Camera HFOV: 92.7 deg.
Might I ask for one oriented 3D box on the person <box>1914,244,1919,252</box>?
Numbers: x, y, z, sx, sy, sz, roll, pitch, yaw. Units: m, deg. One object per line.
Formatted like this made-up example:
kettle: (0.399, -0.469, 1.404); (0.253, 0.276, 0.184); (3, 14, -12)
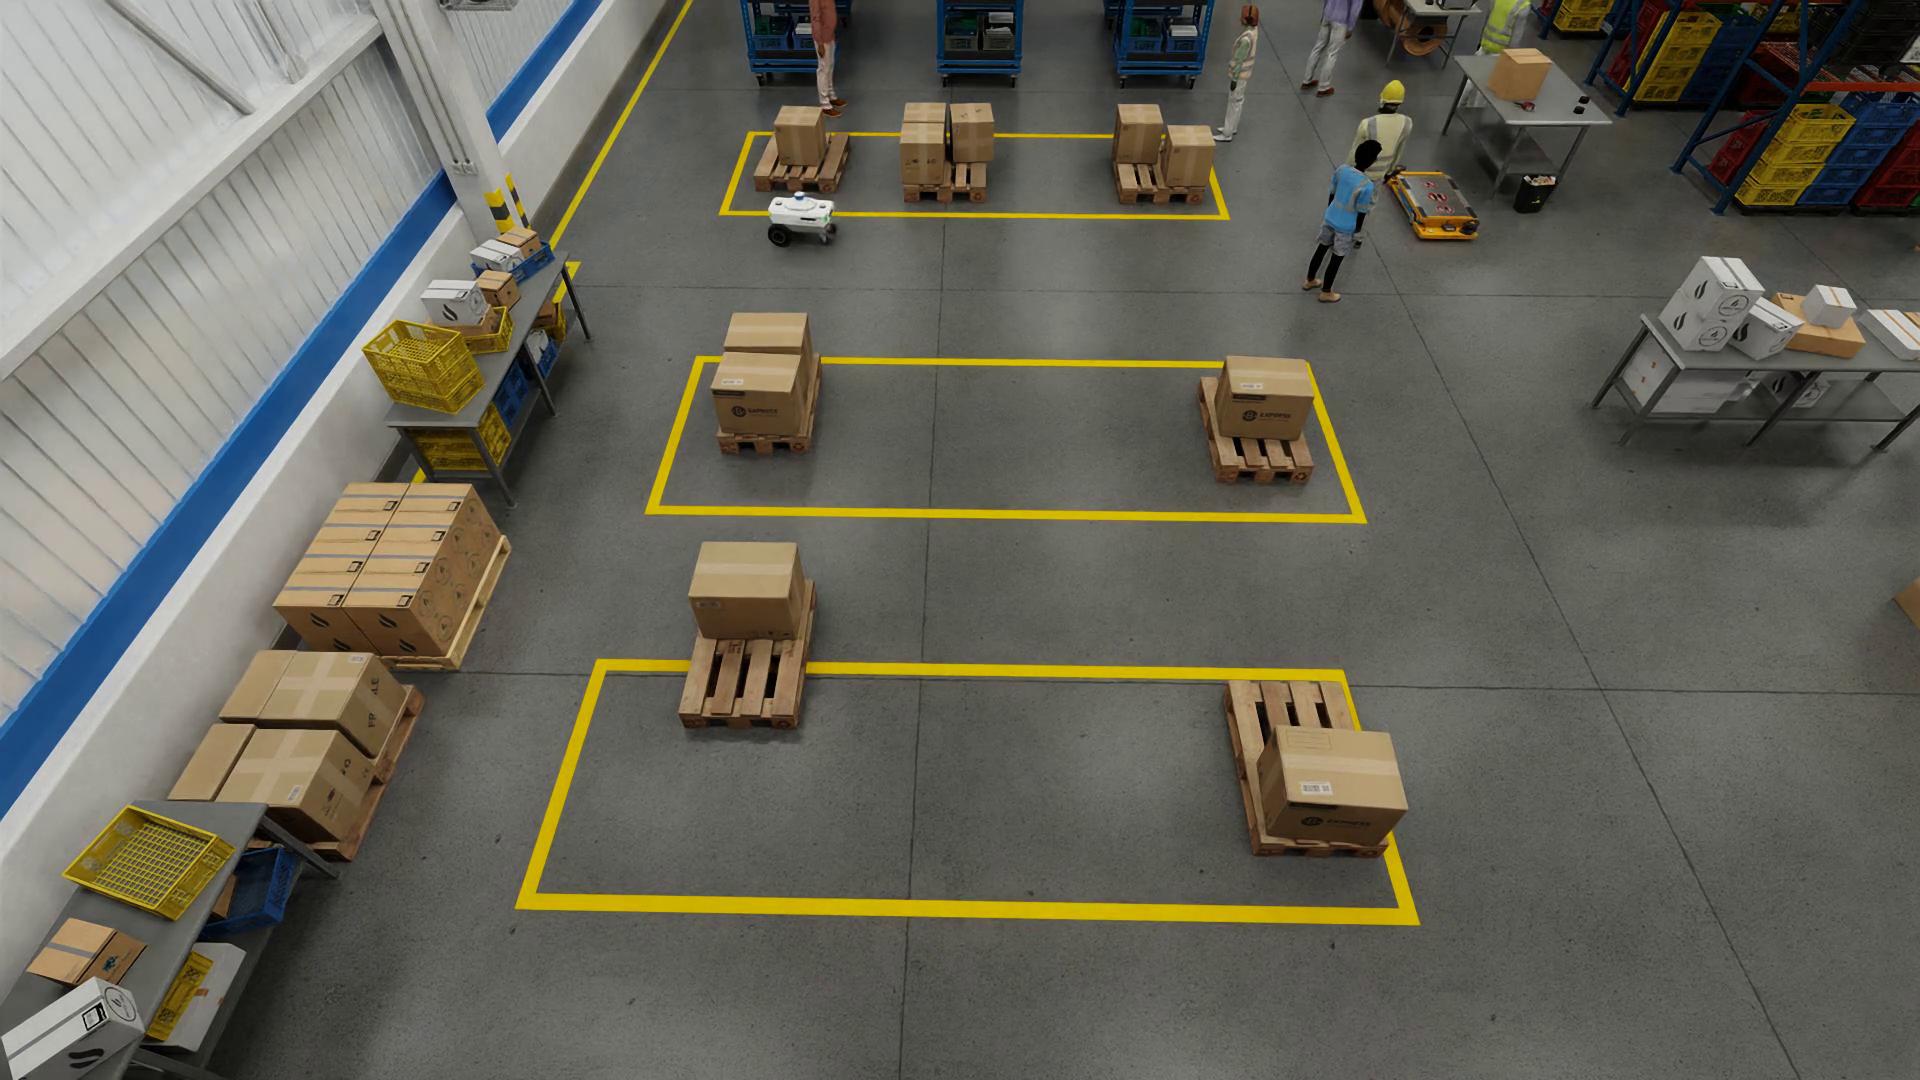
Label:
person: (11.188, -3.894, 9.827); (0.356, 1.883, 0.573); (-9, 50, -8)

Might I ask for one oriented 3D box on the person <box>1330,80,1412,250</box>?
person: (4.444, -4.043, 9.988); (0.597, 1.831, 0.403); (-6, 49, -5)

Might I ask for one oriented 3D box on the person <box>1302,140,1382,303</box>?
person: (3.919, -3.250, 9.393); (0.319, 1.693, 0.533); (-18, 51, -15)

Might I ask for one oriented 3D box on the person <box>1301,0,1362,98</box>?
person: (5.204, -7.175, 12.641); (0.379, 1.930, 0.625); (-23, 53, -19)

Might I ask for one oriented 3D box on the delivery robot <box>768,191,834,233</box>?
delivery robot: (-1.812, -3.749, 10.510); (0.707, 0.478, 0.477); (6, 49, 6)

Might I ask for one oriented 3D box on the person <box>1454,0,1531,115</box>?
person: (7.111, -6.528, 12.139); (0.429, 1.838, 0.622); (-17, 51, -14)

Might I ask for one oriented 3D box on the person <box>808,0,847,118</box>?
person: (-1.778, -6.719, 12.202); (0.392, 1.991, 0.612); (8, 50, 7)

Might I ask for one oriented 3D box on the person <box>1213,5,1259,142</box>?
person: (3.598, -5.996, 11.811); (0.313, 1.634, 0.514); (18, 52, 15)

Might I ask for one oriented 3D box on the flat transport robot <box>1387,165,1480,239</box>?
flat transport robot: (5.692, -4.094, 11.059); (0.652, 0.197, 1.431); (1, 49, 1)
